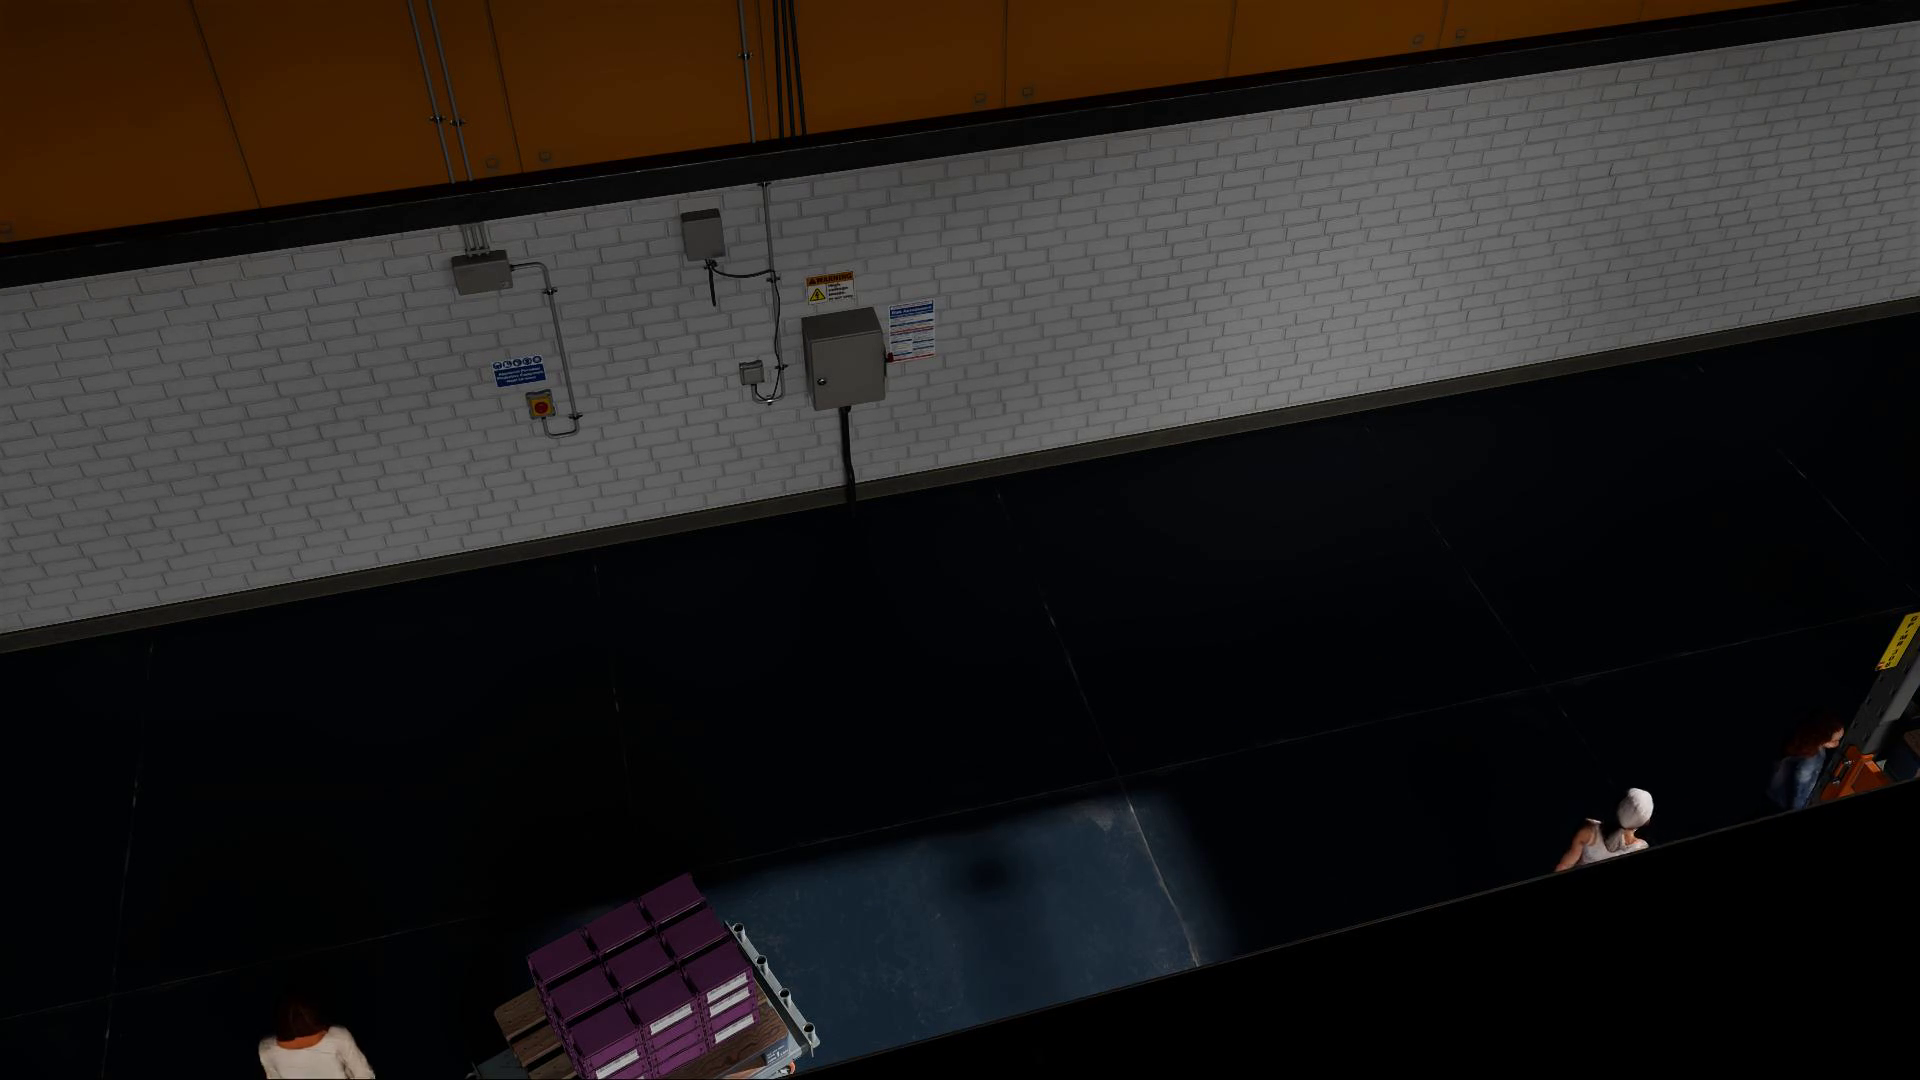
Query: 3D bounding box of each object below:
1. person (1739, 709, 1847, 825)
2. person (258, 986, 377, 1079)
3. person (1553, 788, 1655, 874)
[{"bbox_3d":[4.640,1.421,9.535,0.858,1.463,0.808,16,46,16],"label":"person"},{"bbox_3d":[-3.041,2.740,8.006,0.631,1.661,0.809,-12,45,-12],"label":"person"},{"bbox_3d":[3.287,1.986,8.791,0.733,1.671,0.803,26,49,25],"label":"person"}]
